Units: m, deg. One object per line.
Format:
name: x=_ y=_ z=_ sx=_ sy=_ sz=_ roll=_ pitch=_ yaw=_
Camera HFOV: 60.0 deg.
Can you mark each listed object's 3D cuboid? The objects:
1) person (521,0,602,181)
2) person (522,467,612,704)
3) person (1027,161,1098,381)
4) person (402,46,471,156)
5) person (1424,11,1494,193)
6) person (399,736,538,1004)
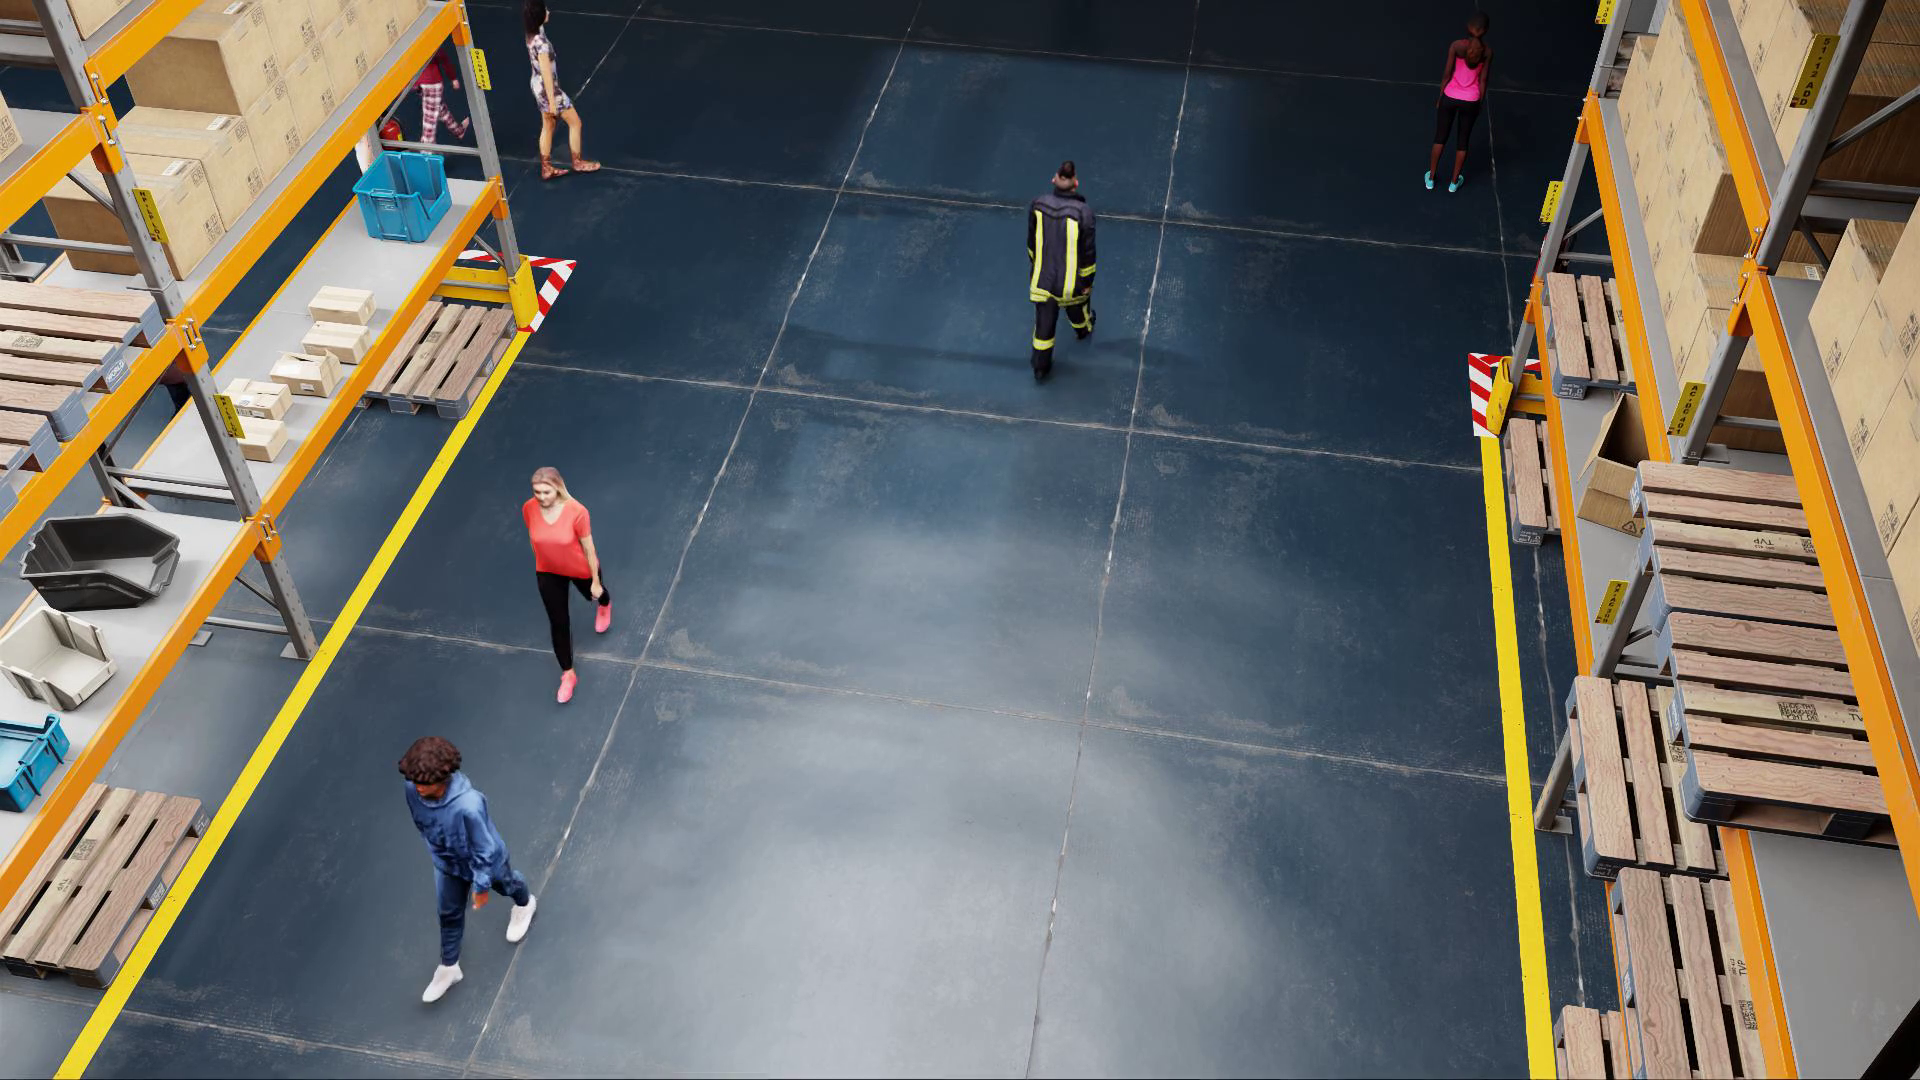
person: x=-3.793 y=-4.023 z=15.009 sx=0.920 sy=1.712 sz=0.874 roll=-19 pitch=47 yaw=-19
person: x=-2.471 y=0.146 z=10.677 sx=0.681 sy=1.652 sz=1.162 roll=3 pitch=44 yaw=3
person: x=0.752 y=-2.047 z=12.851 sx=0.924 sy=1.828 sz=1.209 roll=16 pitch=46 yaw=16
person: x=-4.923 y=-4.161 z=15.192 sx=0.826 sy=1.660 sz=1.144 roll=17 pitch=46 yaw=17
person: x=4.482 y=-3.929 z=14.905 sx=0.582 sy=1.720 sz=0.587 roll=13 pitch=45 yaw=14
person: x=-2.614 y=1.638 z=9.021 sx=0.822 sy=1.775 sz=1.119 roll=14 pitch=45 yaw=14
